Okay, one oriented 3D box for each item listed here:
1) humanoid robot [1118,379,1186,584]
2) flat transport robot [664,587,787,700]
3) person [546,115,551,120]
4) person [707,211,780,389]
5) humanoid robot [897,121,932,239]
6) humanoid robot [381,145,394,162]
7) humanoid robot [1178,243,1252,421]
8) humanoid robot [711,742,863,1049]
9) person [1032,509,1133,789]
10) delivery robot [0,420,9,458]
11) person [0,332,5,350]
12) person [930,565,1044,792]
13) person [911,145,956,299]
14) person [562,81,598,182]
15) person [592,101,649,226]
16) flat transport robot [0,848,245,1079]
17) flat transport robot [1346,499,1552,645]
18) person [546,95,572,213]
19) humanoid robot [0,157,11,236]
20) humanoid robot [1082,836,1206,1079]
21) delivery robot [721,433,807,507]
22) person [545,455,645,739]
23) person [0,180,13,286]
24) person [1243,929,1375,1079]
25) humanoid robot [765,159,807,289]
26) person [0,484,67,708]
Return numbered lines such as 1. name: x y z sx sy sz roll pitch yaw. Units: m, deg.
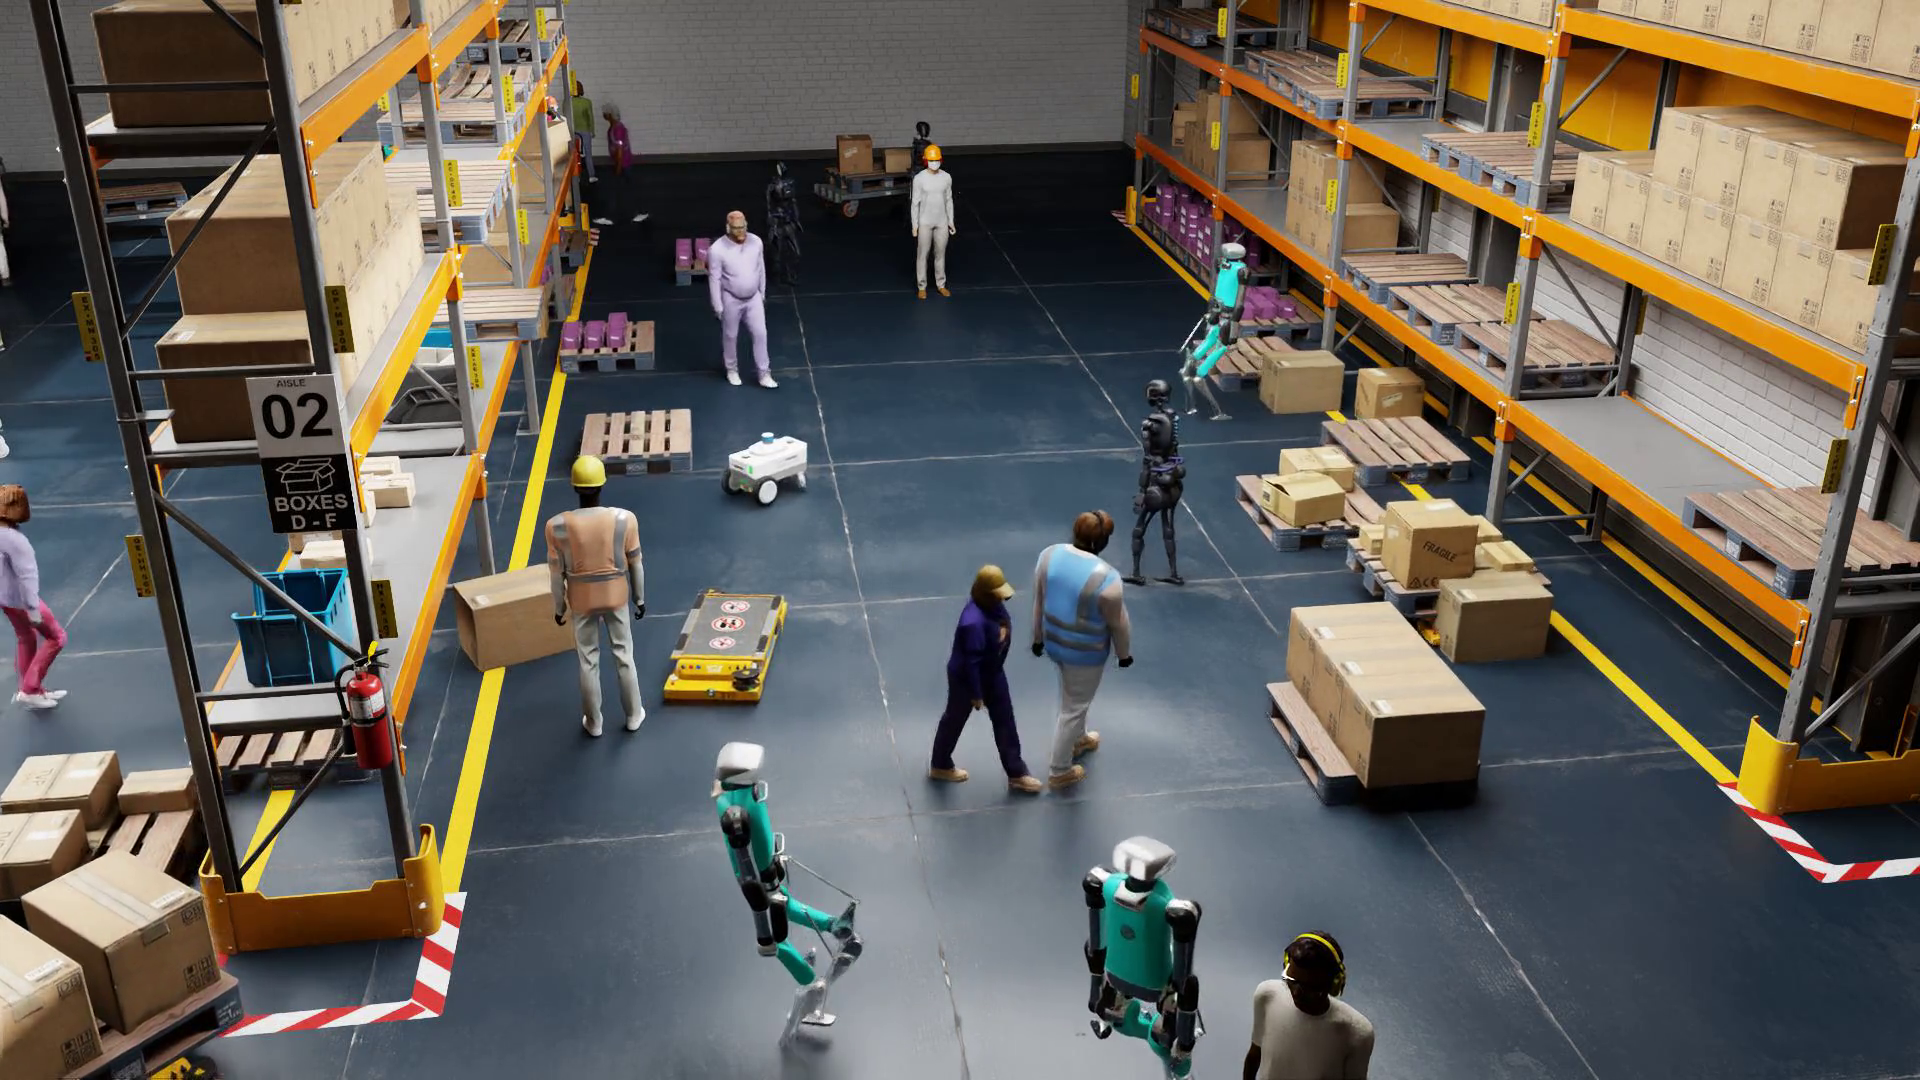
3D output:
1. humanoid robot: 1.551 -0.446 12.956 0.503 1.639 0.607 15 28 30
2. flat transport robot: -1.671 0.738 11.997 0.659 0.231 1.431 1 24 2
3. person: -6.394 -5.813 24.970 0.619 1.840 0.430 -2 24 -5
4. person: -2.240 -2.464 17.295 0.683 1.871 0.882 -14 27 -29
5. humanoid robot: -0.630 -5.090 23.531 0.454 1.647 0.605 12 26 26
6. humanoid robot: -7.510 -4.813 22.833 0.557 1.755 0.993 3 24 7
7. humanoid robot: 2.451 -2.032 16.480 0.708 1.785 0.540 -10 26 -21
8. humanoid robot: -0.741 1.772 7.912 0.795 1.848 0.574 -2 24 -5
9. person: 0.803 0.647 10.286 0.759 1.813 0.638 -18 29 -35
10. delivery robot: -9.390 -0.993 15.578 0.782 0.589 0.499 -16 28 -32
11. person: -11.049 -2.964 18.581 0.331 1.749 0.572 -17 29 -34
12. person: 0.153 0.848 10.113 0.826 1.569 0.455 13 27 27
13. person: -0.337 -3.954 20.666 0.564 1.896 0.360 -9 25 -19
14. person: -6.211 -6.666 27.164 0.500 1.632 0.292 -1 24 -1
15. person: -4.988 -5.503 24.327 0.924 1.794 0.536 -16 28 -31
16. flat transport robot: -4.218 2.512 7.955 1.431 0.231 0.659 15 28 31
17. flat transport robot: 3.654 0.404 12.757 0.659 0.231 1.431 -3 24 -7
18. person: -6.110 -5.806 25.058 0.571 1.749 0.340 4 24 10
19. humanoid robot: -13.996 -5.208 23.864 0.585 1.632 0.801 -12 27 -26
20. humanoid robot: 0.936 1.988 7.382 0.545 1.803 0.922 16 28 32
21. delivery robot: -1.707 -0.656 14.806 0.524 0.587 0.748 20 31 38
22. person: -2.342 0.371 10.773 0.592 1.924 0.381 -6 24 -14
23. person: -12.353 -4.087 20.944 0.649 1.907 0.803 -15 28 -31
24. person: 1.294 2.300 6.449 0.527 1.868 0.312 14 27 29
25. humanoid robot: -2.229 -3.985 21.002 0.451 1.647 0.591 17 29 34
26. person: -6.231 0.393 11.095 0.518 1.617 0.337 17 29 34
